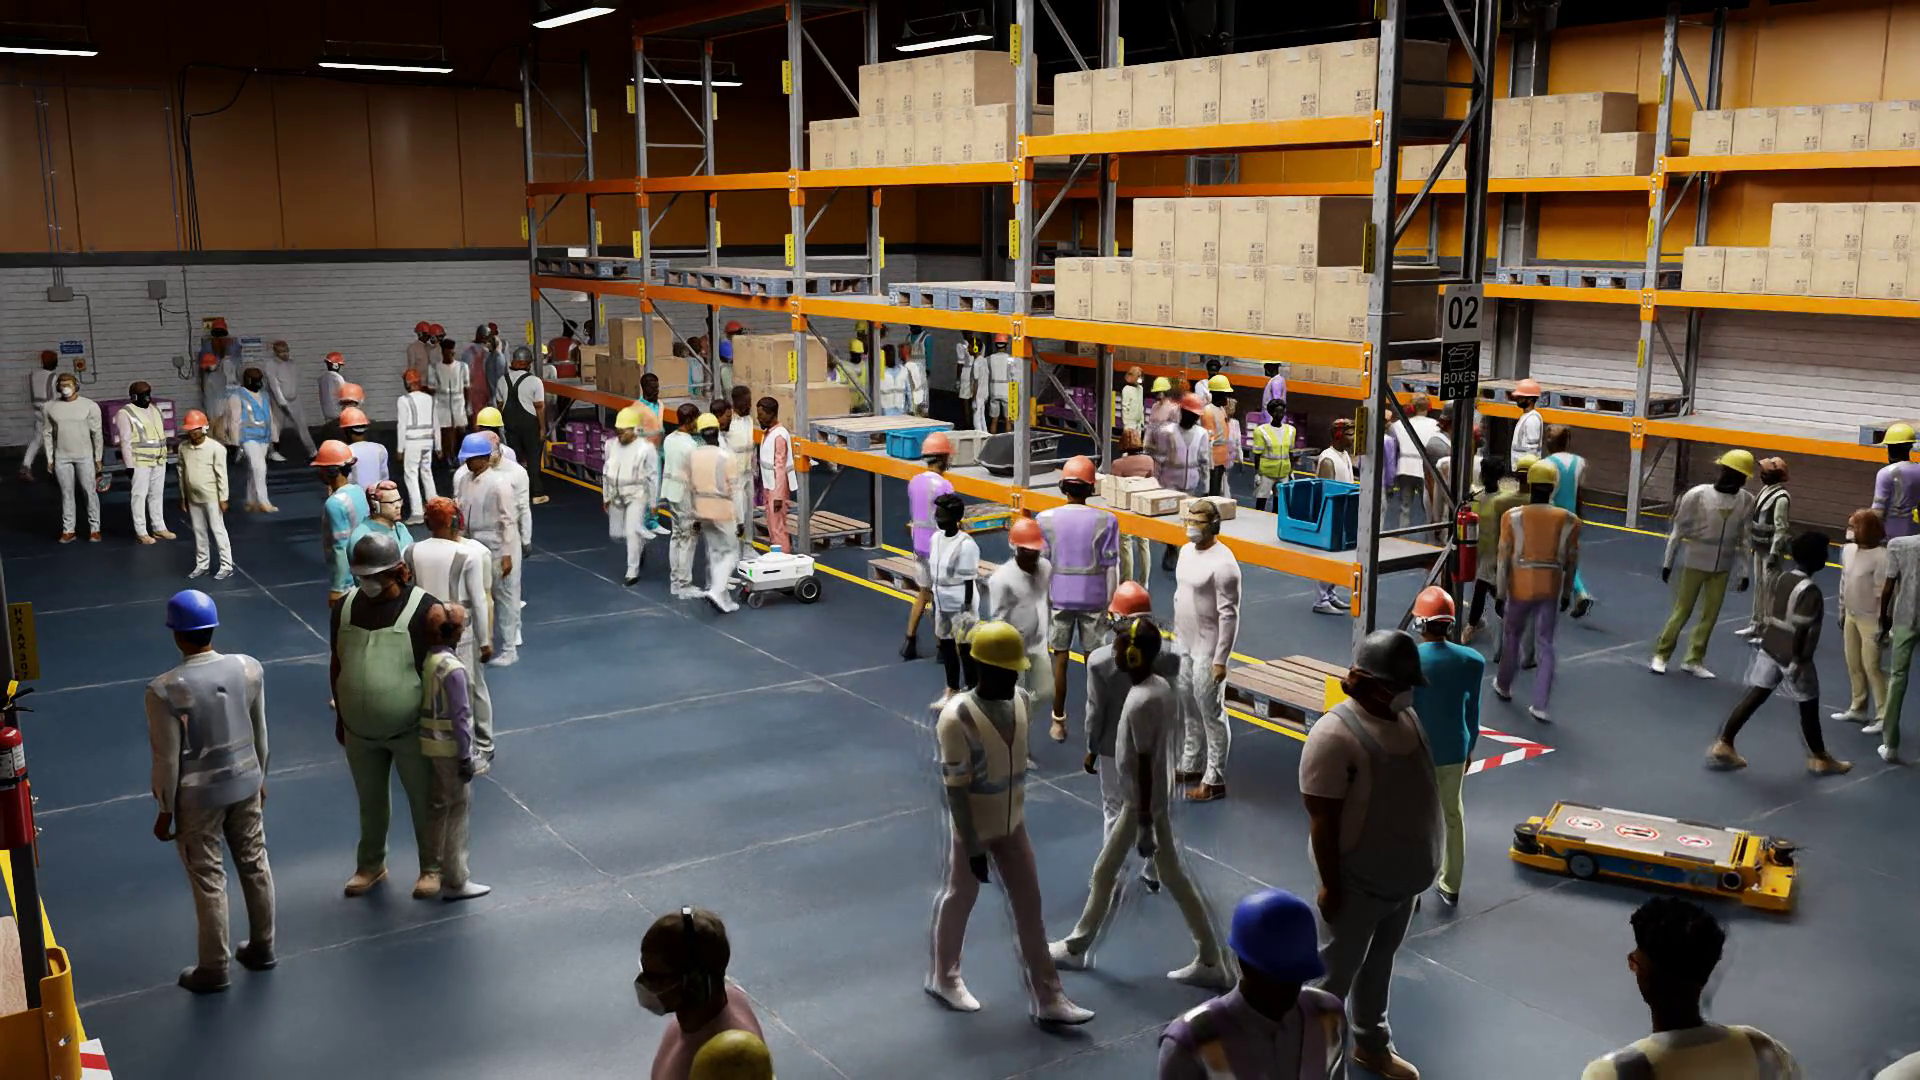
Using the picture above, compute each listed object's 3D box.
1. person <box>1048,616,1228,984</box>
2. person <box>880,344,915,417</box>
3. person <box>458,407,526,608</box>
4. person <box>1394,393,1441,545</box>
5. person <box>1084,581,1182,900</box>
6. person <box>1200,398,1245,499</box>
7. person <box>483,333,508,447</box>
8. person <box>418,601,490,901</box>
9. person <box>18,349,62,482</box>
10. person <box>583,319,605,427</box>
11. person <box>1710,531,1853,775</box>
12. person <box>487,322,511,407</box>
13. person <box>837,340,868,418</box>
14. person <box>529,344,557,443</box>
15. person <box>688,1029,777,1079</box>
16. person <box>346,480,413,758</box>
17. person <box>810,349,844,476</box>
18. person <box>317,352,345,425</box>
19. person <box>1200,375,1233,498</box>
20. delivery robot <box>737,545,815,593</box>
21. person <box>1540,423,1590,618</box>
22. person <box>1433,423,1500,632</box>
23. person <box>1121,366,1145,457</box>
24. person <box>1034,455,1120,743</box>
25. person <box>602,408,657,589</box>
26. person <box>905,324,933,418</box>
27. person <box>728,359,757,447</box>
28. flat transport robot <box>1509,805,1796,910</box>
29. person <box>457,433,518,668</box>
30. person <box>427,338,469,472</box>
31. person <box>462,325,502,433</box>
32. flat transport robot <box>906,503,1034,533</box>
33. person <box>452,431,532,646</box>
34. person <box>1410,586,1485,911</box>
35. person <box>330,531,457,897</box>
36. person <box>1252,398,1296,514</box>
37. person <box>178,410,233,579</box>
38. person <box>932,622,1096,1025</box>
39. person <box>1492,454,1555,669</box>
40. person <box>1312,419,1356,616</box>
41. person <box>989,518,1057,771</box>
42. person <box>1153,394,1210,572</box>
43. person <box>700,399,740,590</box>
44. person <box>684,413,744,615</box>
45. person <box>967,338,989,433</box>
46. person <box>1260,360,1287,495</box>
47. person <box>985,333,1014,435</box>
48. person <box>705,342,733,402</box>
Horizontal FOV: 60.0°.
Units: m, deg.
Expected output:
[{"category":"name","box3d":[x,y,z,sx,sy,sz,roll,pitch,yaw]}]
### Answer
[{"category":"person","box3d":[0.866,1.254,8.026,1.000,1.816,0.546,5,12,22]},{"category":"person","box3d":[-0.993,-1.874,23.950,0.610,1.890,0.834,-6,13,-29]},{"category":"person","box3d":[-4.379,-0.283,15.589,0.593,1.926,0.366,2,11,12]},{"category":"person","box3d":[4.954,-0.678,17.934,0.579,1.799,0.805,7,13,33]},{"category":"person","box3d":[0.927,1.083,9.037,0.562,1.756,0.318,-4,12,-20]},{"category":"person","box3d":[3.105,-0.858,19.389,0.536,1.579,0.863,-10,15,-41]},{"category":"person","box3d":[-7.015,-2.163,25.225,0.368,1.932,0.622,-5,12,-23]},{"category":"person","box3d":[-2.803,1.139,9.065,0.311,1.636,0.524,-9,14,-40]},{"category":"person","box3d":[-12.830,-1.737,23.263,0.591,1.855,0.940,3,11,13]},{"category":"person","box3d":[-6.264,-2.823,28.593,0.364,1.933,0.630,-3,11,-13]},{"category":"person","box3d":[5.485,0.747,11.034,0.892,1.653,0.548,1,11,3]},{"category":"person","box3d":[-7.977,-2.780,28.489,0.574,1.883,0.356,-6,12,-26]},{"category":"person","box3d":[-1.544,-2.032,24.682,0.614,1.868,1.007,-7,13,-33]},{"category":"person","box3d":[-6.383,-2.121,25.404,0.526,1.772,0.307,4,12,19]},{"category":"person","box3d":[-0.581,2.049,4.165,0.492,1.731,0.324,4,12,18]},{"category":"person","box3d":[-3.916,0.532,11.473,0.410,1.909,0.643,1,11,8]},{"category":"person","box3d":[-1.986,-1.830,23.758,0.664,1.823,0.591,7,13,33]},{"category":"person","box3d":[-9.005,-1.842,24.035,0.563,1.744,0.336,8,13,35]},{"category":"person","box3d":[2.880,-0.899,18.744,0.366,1.926,0.594,4,12,20]},{"category":"delivery robot","box3d":[-1.763,0.291,15.937,0.707,0.478,0.477,-6,13,-30]},{"category":"person","box3d":[5.484,-0.152,15.204,0.522,1.822,0.634,-3,12,-17]},{"category":"person","box3d":[4.510,-0.112,14.840,0.581,1.881,0.369,6,12,27]},{"category":"person","box3d":[2.412,-1.612,23.178,0.282,1.624,0.508,8,13,34]},{"category":"person","box3d":[0.817,0.422,11.682,0.607,2.045,0.390,2,11,12]},{"category":"person","box3d":[-3.287,-0.445,16.721,0.592,1.809,0.630,5,12,22]},{"category":"person","box3d":[-0.785,-3.162,30.585,0.635,1.832,0.429,9,14,39]},{"category":"person","box3d":[-3.367,-2.130,25.551,0.486,1.736,0.342,1,11,6]},{"category":"flat transport robot","box3d":[3.916,1.755,9.414,1.431,0.197,0.652,6,13,29]},{"category":"person","box3d":[-3.911,0.080,13.691,0.614,1.941,0.409,7,13,31]},{"category":"person","box3d":[-7.398,-1.958,24.111,0.598,1.943,0.418,-5,12,-23]},{"category":"person","box3d":[-7.461,-2.428,26.280,0.692,2.000,0.914,1,11,6]},{"category":"flat transport robot","box3d":[0.126,-0.243,19.638,1.431,0.197,0.652,-9,14,-39]},{"category":"person","box3d":[-4.022,-0.004,14.301,0.665,1.887,0.395,-2,11,-12]},{"category":"person","box3d":[2.504,1.111,8.901,0.564,1.753,0.336,-3,11,-13]},{"category":"person","box3d":[-3.103,0.946,9.011,0.688,2.000,0.536,1,11,7]},{"category":"person","box3d":[3.489,-0.737,18.503,0.534,1.697,0.322,-4,12,-19]},{"category":"person","box3d":[-7.724,-0.458,16.970,0.565,1.743,0.353,3,12,16]},{"category":"person","box3d":[0.199,1.307,7.553,0.597,1.888,0.902,-10,15,-42]},{"category":"person","box3d":[4.633,0.174,13.697,0.524,1.761,0.339,10,15,42]},{"category":"person","box3d":[3.466,-0.222,15.513,0.388,1.838,0.561,6,12,27]},{"category":"person","box3d":[0.440,0.696,11.089,0.597,1.729,0.424,-10,15,-40]},{"category":"person","box3d":[2.308,-0.548,17.048,0.566,1.883,0.978,-3,11,-15]},{"category":"person","box3d":[-2.422,-0.452,16.517,0.398,1.908,0.599,-1,11,-3]},{"category":"person","box3d":[-2.272,-0.229,15.406,0.638,1.889,0.489,5,12,26]},{"category":"person","box3d":[0.261,-2.151,25.338,0.334,1.860,0.508,3,11,15]},{"category":"person","box3d":[4.145,-1.556,22.109,0.368,1.927,0.587,1,11,7]},{"category":"person","box3d":[0.633,-2.226,25.544,0.550,1.926,0.389,3,11,15]},{"category":"person","box3d":[-3.493,-1.909,23.996,0.414,1.899,0.702,-8,13,-34]}]
